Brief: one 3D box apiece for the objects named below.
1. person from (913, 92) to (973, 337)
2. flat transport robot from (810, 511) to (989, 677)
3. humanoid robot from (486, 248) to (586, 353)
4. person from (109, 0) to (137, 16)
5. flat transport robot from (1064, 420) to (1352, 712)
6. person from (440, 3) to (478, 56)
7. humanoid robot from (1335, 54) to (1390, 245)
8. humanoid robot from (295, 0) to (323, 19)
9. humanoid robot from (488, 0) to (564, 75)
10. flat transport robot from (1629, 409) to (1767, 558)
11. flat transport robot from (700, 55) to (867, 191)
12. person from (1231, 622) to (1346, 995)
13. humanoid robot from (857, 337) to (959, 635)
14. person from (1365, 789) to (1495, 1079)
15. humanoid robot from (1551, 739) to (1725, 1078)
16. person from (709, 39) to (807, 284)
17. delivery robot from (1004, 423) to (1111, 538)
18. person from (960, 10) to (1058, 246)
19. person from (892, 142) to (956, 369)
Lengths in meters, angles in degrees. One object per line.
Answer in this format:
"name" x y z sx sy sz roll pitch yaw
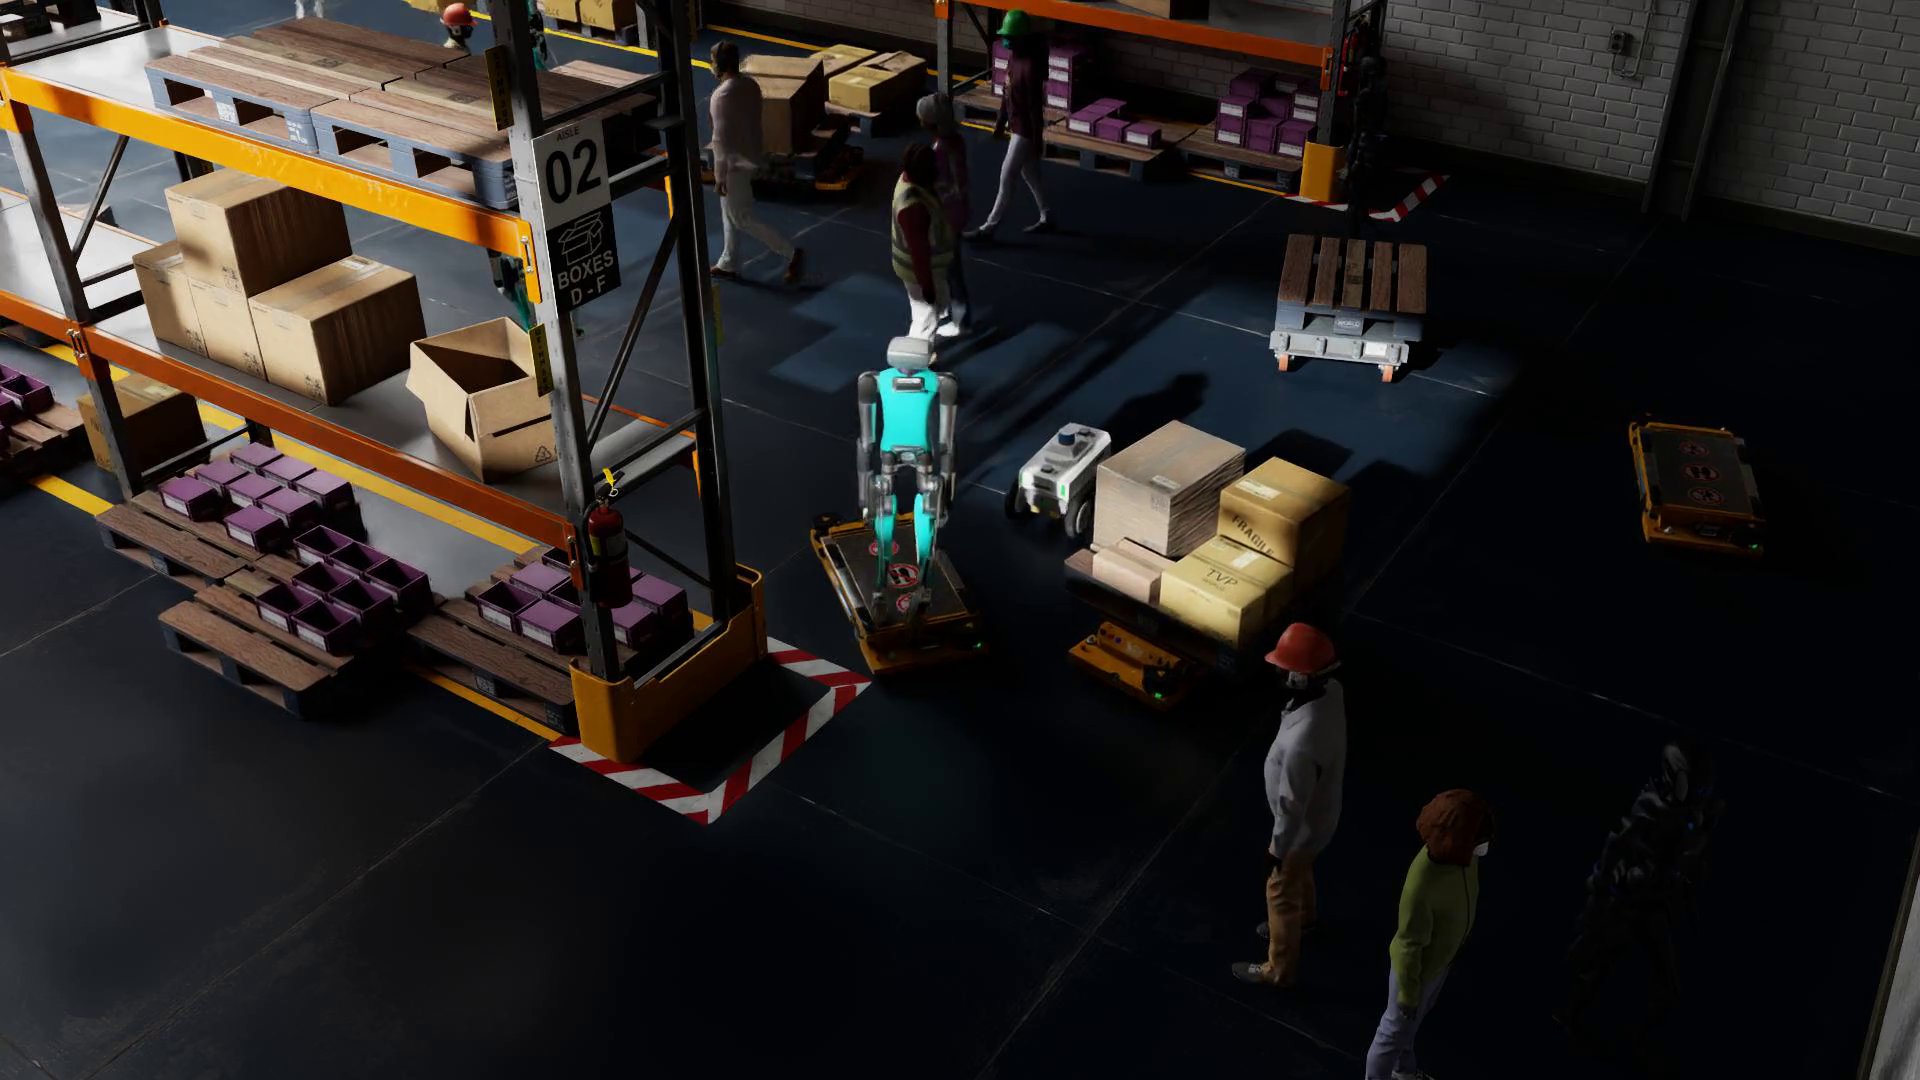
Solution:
"person" -0.176 -2.336 12.033 0.657 1.822 0.547 8 34 12
"flat transport robot" -0.370 0.251 9.487 0.659 0.231 1.431 -10 34 -15
"humanoid robot" -2.824 -1.713 11.231 0.537 1.854 0.735 -22 39 -30
"person" -9.281 -6.293 18.217 0.776 1.718 0.901 -12 35 -17
"flat transport robot" 1.300 0.429 9.214 0.659 0.231 1.431 27 42 35
"person" -4.193 -3.741 14.302 0.899 1.701 0.558 0 33 0
"humanoid robot" 3.243 -3.024 13.237 0.371 1.644 0.609 21 39 29
"humanoid robot" -7.132 -6.169 18.028 0.545 1.780 0.788 -9 34 -13
"humanoid robot" -3.926 -4.440 15.349 0.650 1.802 0.535 24 40 32
"flat transport robot" 4.610 -0.370 10.442 0.659 0.231 1.431 8 34 12
"flat transport robot" -1.623 -3.422 15.132 1.431 0.231 0.659 7 34 10
"person" 1.369 1.100 6.846 0.397 1.730 0.612 10 34 15
"humanoid robot" -0.275 -0.119 8.734 0.554 1.785 0.768 -1 33 -2
"person" 1.749 1.570 6.207 0.288 1.633 0.498 22 39 30
"humanoid robot" 2.611 1.421 6.405 0.608 1.644 0.422 -14 36 -21
"person" -1.612 -2.869 12.795 0.845 1.898 0.663 11 35 16
"delivery robot" 0.642 -0.420 10.228 0.499 0.564 0.737 17 37 24
"person" 0.435 -3.334 13.507 0.926 1.904 0.507 -8 34 -12
"person" -0.242 -1.857 11.331 0.429 1.810 0.710 1 33 2
